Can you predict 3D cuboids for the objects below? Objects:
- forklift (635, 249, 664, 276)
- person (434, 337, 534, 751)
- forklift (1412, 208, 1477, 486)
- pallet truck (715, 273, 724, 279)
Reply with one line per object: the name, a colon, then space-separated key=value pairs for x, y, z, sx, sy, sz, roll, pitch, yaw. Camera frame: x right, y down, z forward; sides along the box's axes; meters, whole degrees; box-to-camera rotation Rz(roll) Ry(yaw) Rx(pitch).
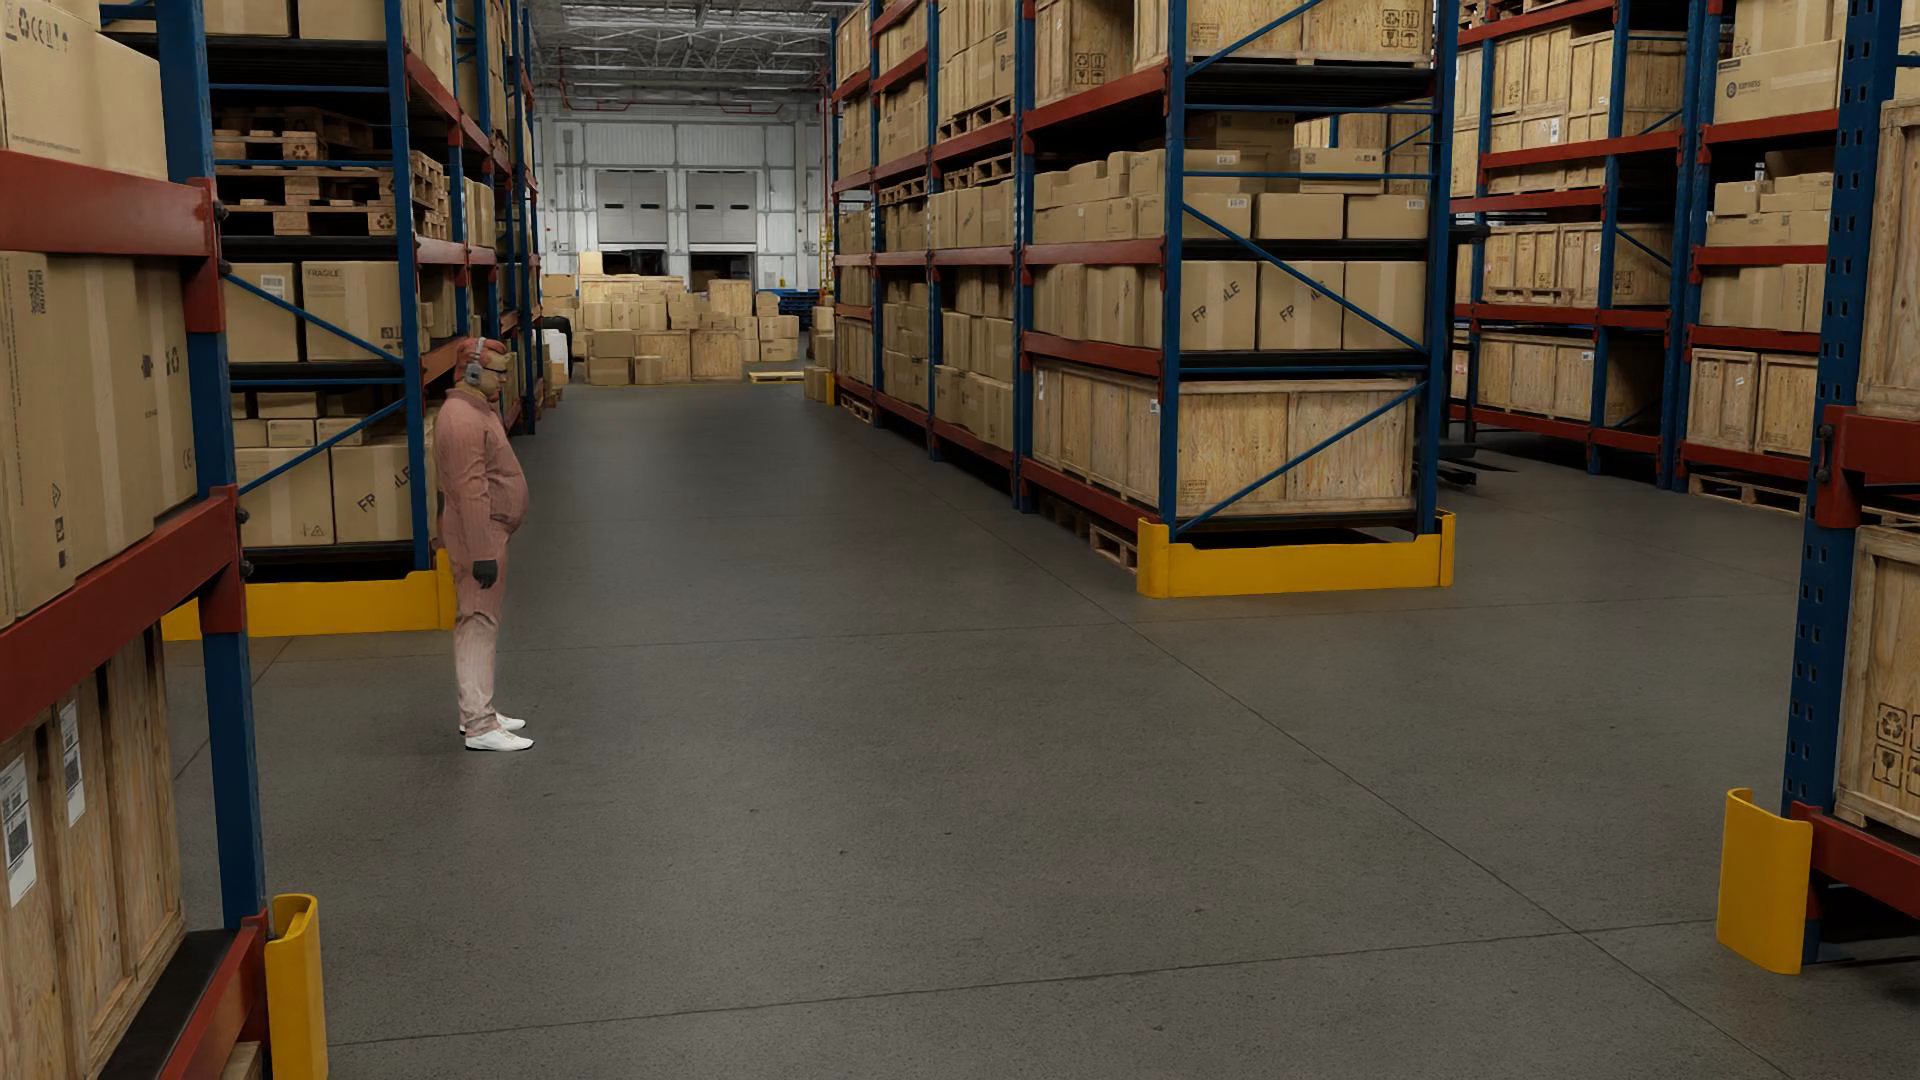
forklift: x=-10.500 y=-8.463 z=56.408 sx=1.129 sy=2.768 sz=1.873 roll=-7 pitch=12 yaw=-38
person: x=-2.200 y=0.017 z=7.705 sx=0.407 sy=1.902 sz=0.638 roll=-3 pitch=10 yaw=-18
forklift: x=4.426 y=-2.033 z=17.213 sx=1.129 sy=2.768 sz=1.873 roll=-2 pitch=10 yaw=-12
pallet truck: x=-8.580 y=-8.986 z=62.280 sx=1.885 sy=1.965 sz=0.823 roll=1 pitch=9 yaw=5
